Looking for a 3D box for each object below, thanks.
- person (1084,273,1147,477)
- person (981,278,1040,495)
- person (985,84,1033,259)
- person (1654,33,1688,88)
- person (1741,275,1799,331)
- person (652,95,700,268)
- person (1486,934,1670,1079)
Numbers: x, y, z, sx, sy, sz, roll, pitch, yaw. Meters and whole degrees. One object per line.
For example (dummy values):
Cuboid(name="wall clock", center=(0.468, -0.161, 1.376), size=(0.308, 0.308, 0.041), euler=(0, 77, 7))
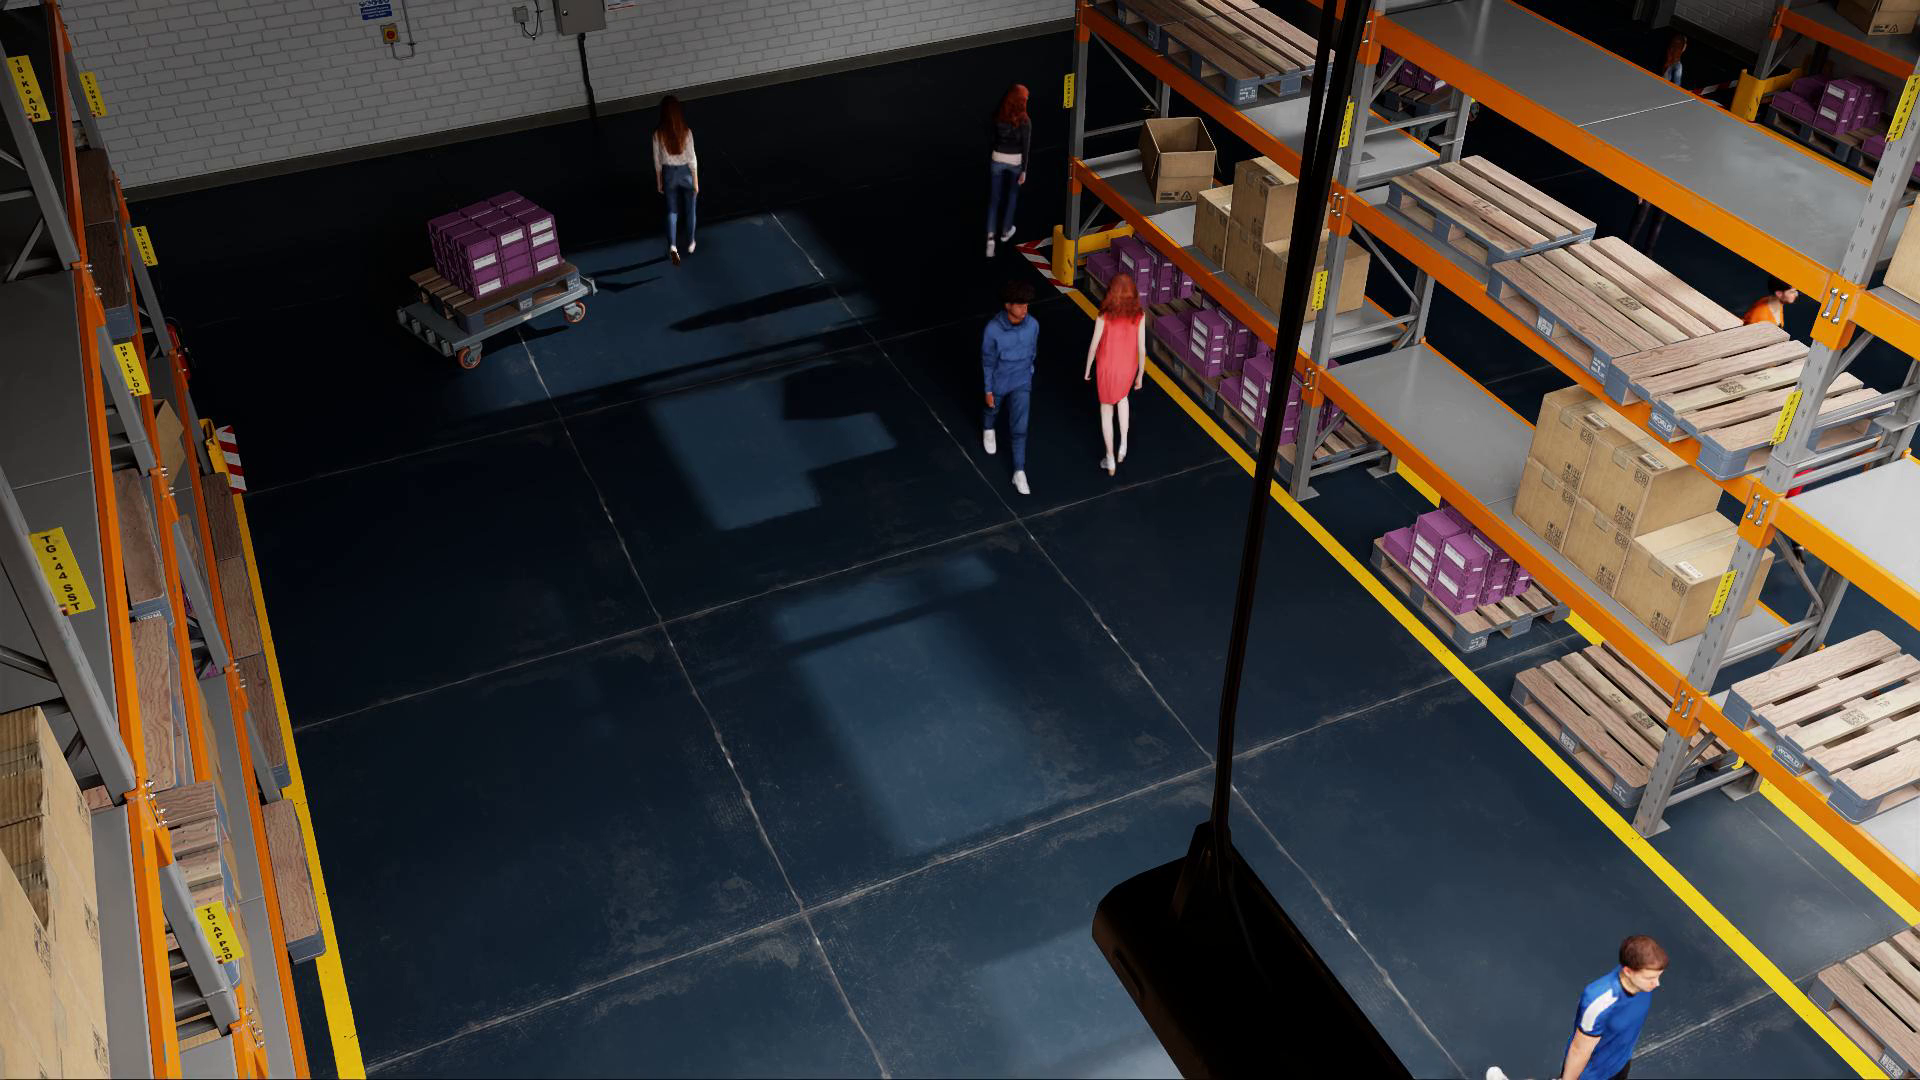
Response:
Cuboid(name="person", center=(1.286, -1.278, 13.431), size=(0.649, 1.812, 0.658), euler=(-9, 40, -11))
Cuboid(name="person", center=(0.346, -1.345, 13.556), size=(0.846, 1.761, 1.253), euler=(-8, 39, -10))
Cuboid(name="person", center=(0.444, -3.609, 16.400), size=(1.062, 1.749, 1.160), euler=(8, 39, 10))
Cuboid(name="person", center=(7.631, -4.791, 18.099), size=(0.663, 1.475, 0.481), euler=(-10, 40, -12))
Cuboid(name="person", center=(6.292, -1.396, 13.544), size=(1.229, 1.856, 1.038), euler=(25, 45, 28))
Cuboid(name="person", center=(-2.770, -3.500, 16.293), size=(0.844, 1.713, 1.057), euler=(1, 39, 1))
Cuboid(name="person", center=(3.206, 2.594, 8.554), size=(0.808, 1.848, 1.064), euler=(-26, 46, -29))
